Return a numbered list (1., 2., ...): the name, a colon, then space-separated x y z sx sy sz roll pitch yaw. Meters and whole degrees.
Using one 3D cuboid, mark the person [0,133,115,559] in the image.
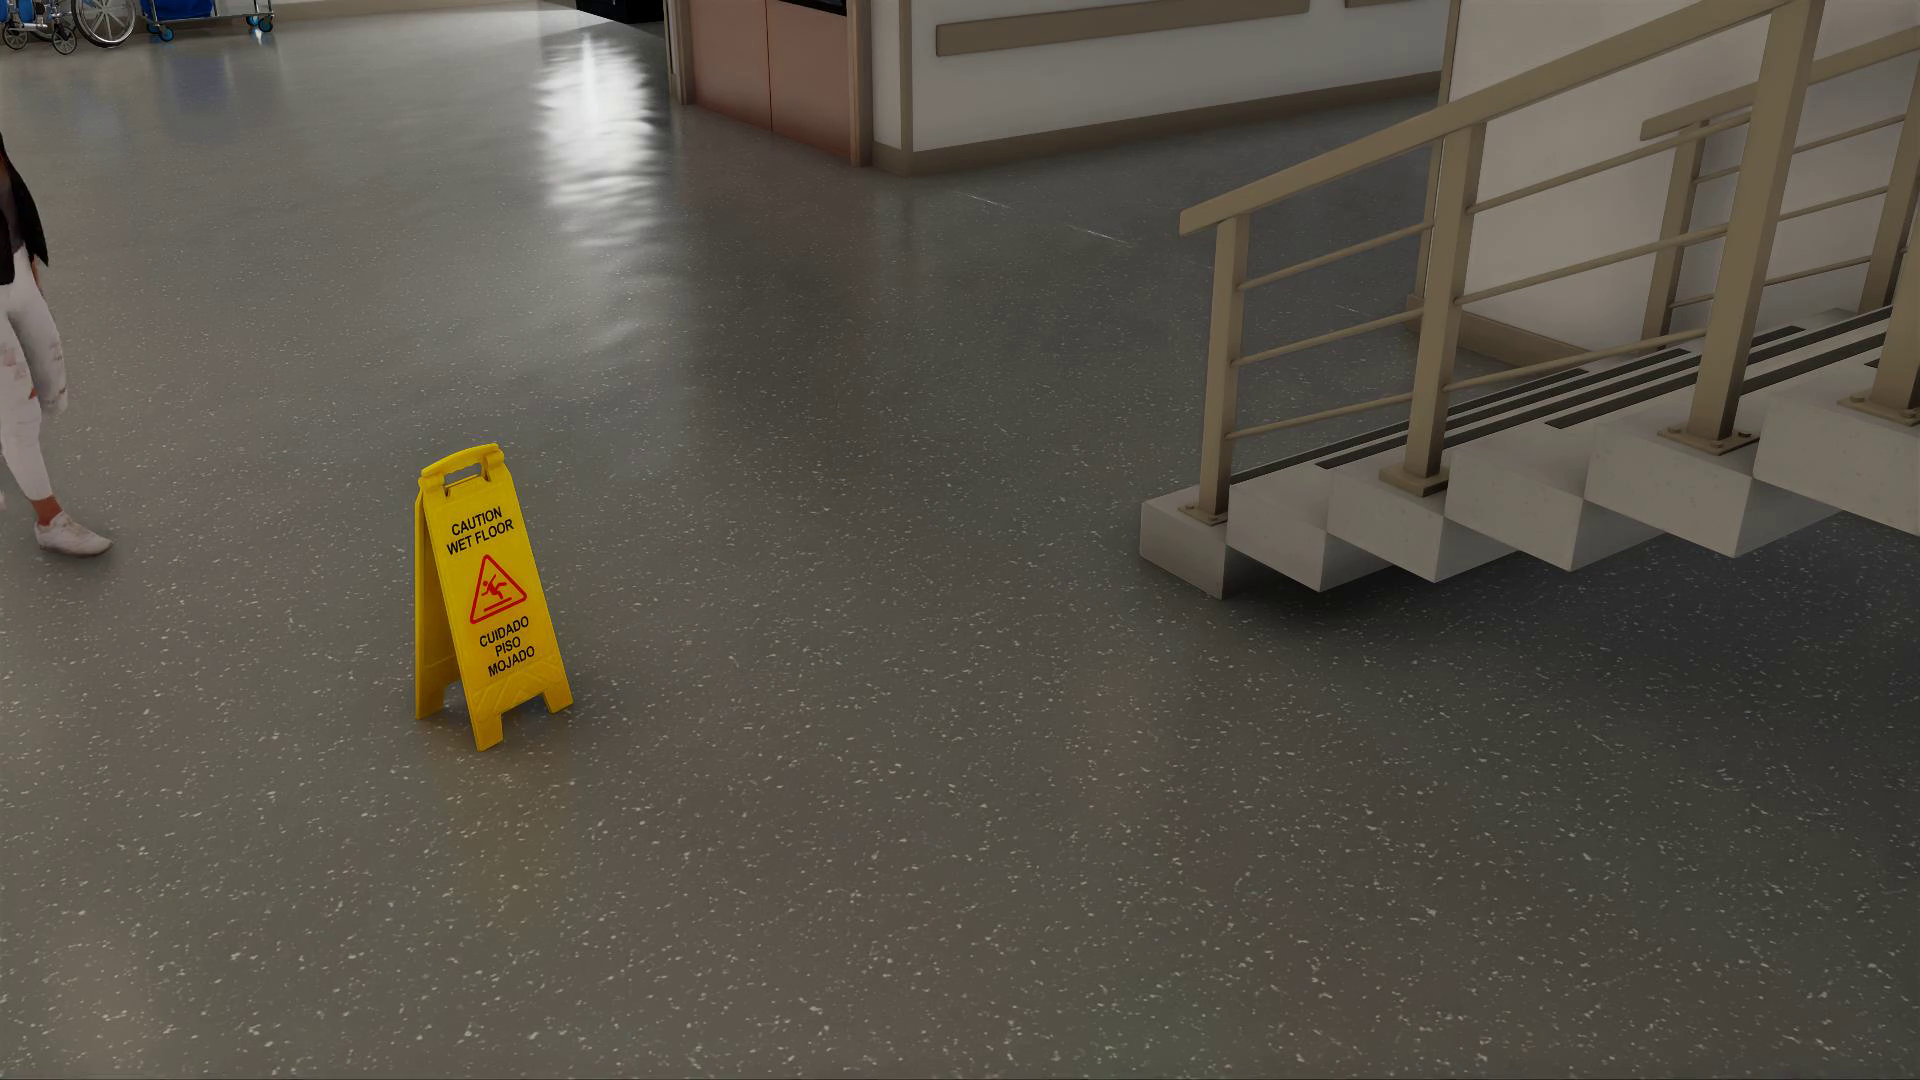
1. person: -3.146 -0.749 5.289 0.980 1.690 0.906 5 26 11
